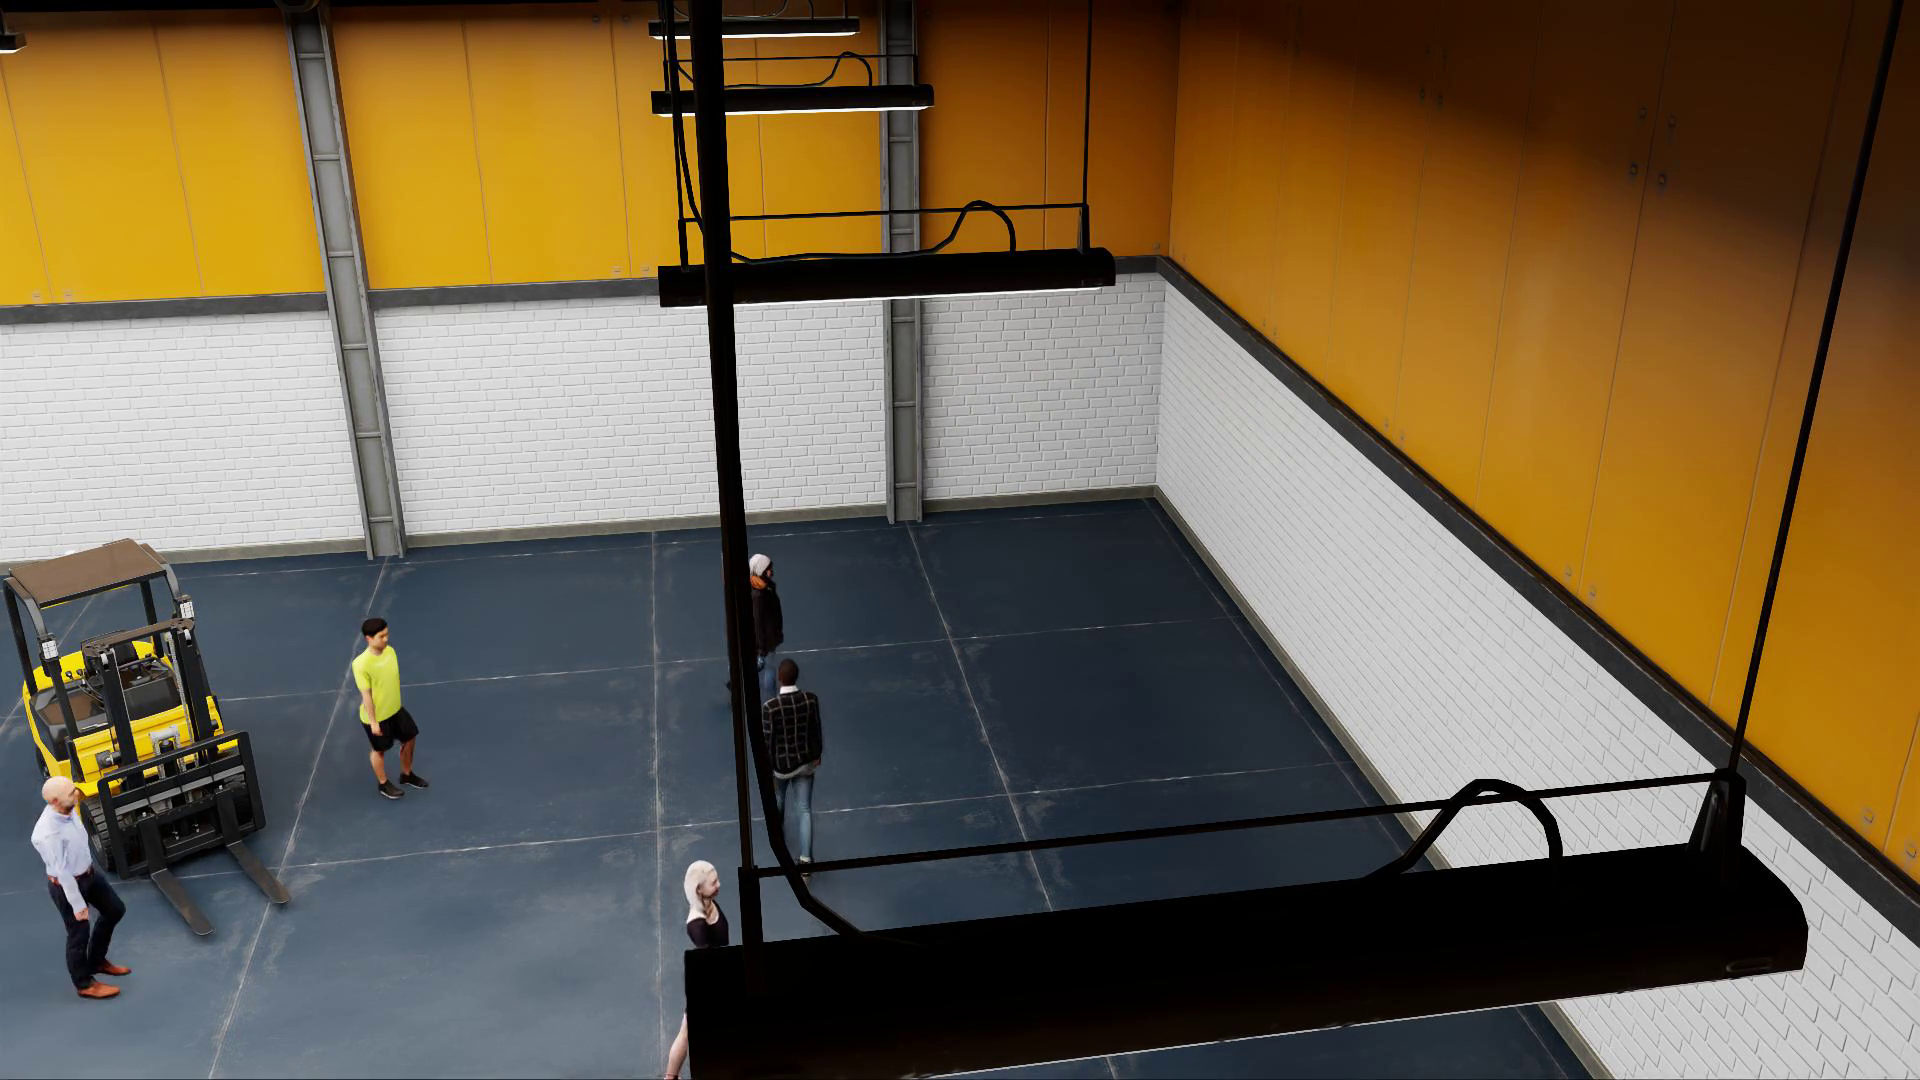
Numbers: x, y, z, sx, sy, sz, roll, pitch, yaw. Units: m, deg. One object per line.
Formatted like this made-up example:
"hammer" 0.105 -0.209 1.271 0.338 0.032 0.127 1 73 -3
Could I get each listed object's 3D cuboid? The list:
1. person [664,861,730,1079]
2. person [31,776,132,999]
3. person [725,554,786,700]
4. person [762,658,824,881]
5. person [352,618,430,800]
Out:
"person" -1.712 2.871 10.667 1.197 1.786 0.739 0 24 1
"person" -6.282 2.447 11.649 0.628 1.777 0.671 -2 24 -4
"person" -1.892 0.870 15.454 0.913 1.620 0.683 0 24 -1
"person" -1.286 1.830 13.069 1.169 1.770 0.900 -9 25 -19
"person" -4.969 1.420 14.102 0.812 1.694 0.767 12 26 25
